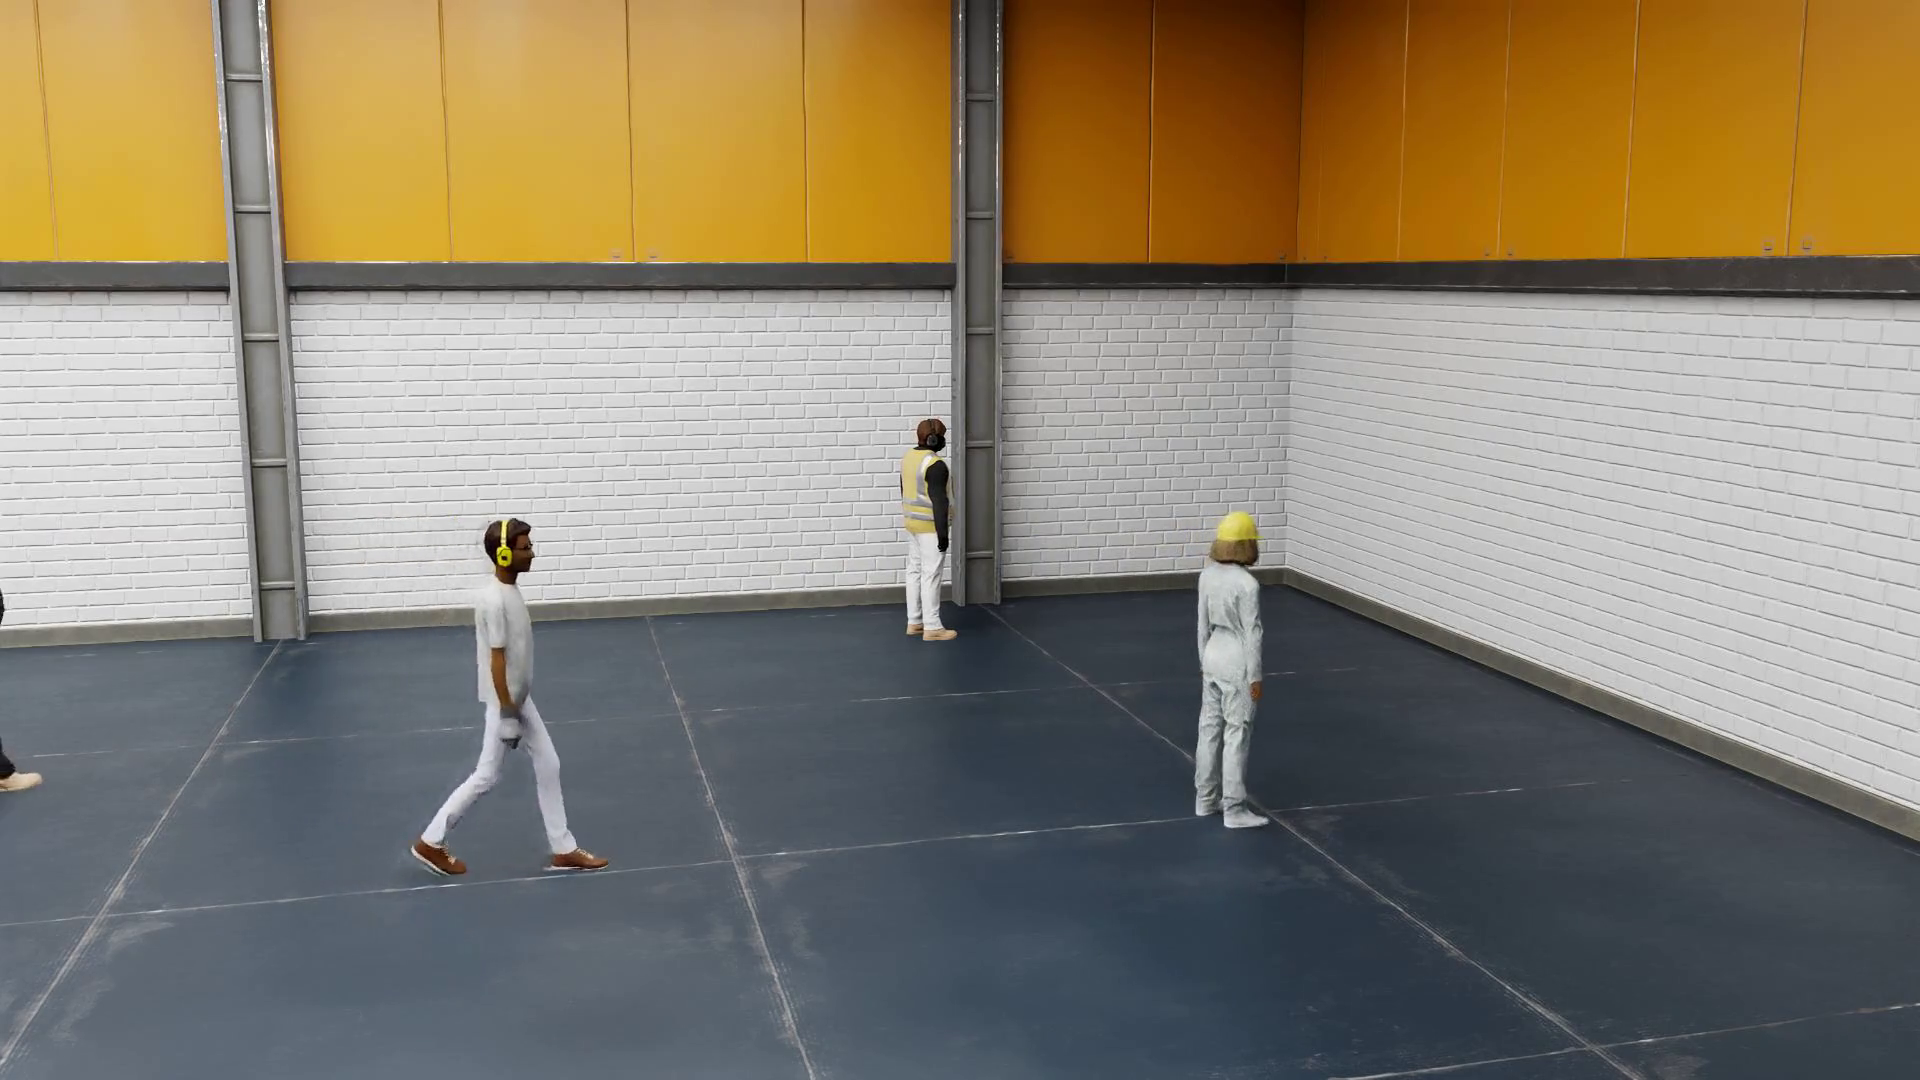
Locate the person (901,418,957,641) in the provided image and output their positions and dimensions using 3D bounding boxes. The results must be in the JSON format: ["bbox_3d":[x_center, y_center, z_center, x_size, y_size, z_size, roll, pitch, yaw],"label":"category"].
[{"bbox_3d":[-0.252,-0.093,13.841,0.429,1.842,0.630,-5,10,-27],"label":"person"}]

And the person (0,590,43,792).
[{"bbox_3d":[-5.909,0.496,9.545,0.884,2.000,0.685,-7,11,-36],"label":"person"}]

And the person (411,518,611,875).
[{"bbox_3d":[-2.301,0.796,8.324,0.951,1.831,0.520,0,9,-1],"label":"person"}]

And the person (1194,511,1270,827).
[{"bbox_3d":[1.512,0.704,9.180,0.320,1.742,0.491,-5,10,-29],"label":"person"}]
